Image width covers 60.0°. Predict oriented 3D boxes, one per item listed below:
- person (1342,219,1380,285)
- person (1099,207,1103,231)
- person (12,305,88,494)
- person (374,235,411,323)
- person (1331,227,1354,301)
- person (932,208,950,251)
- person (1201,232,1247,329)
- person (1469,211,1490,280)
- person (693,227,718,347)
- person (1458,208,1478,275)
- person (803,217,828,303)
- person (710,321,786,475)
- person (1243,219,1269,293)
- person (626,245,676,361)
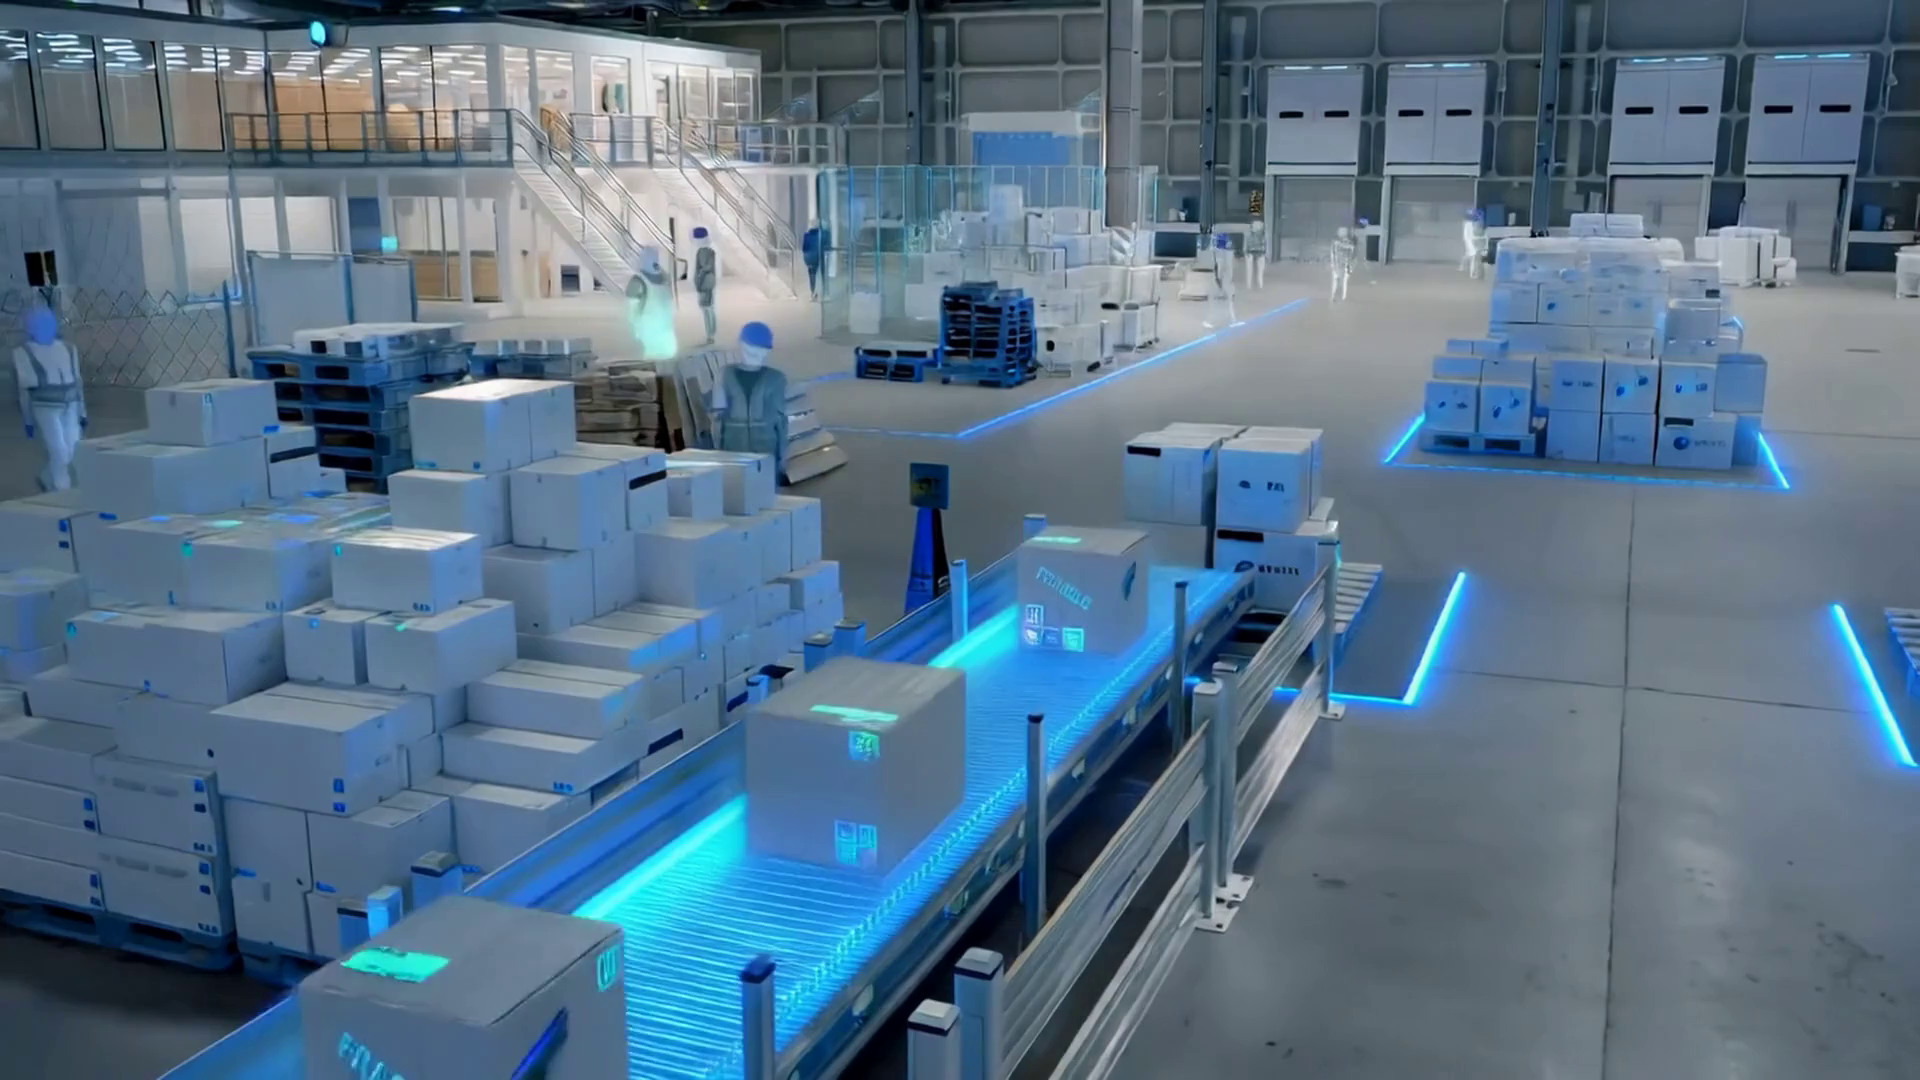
[{"bbox_3d":[10.552,-7.555,43.715,0.977,1.717,0.541,4,13,18],"label":"person"},{"bbox_3d":[4.342,-9.228,50.701,1.009,1.951,0.630,-11,16,-40],"label":"person"},{"bbox_3d":[-7.914,-1.109,14.459,0.652,1.864,0.590,5,14,23],"label":"person"},{"bbox_3d":[-9.409,-4.083,27.651,0.587,1.930,0.355,-8,15,-32],"label":"person"},{"bbox_3d":[8.833,-6.374,38.451,0.529,1.697,0.321,3,13,11],"label":"person"},{"bbox_3d":[-0.466,-8.268,46.413,0.612,1.942,0.405,1,13,3],"label":"person"},{"bbox_3d":[5.021,-4.919,31.636,0.947,1.824,0.554,8,15,31],"label":"person"},{"bbox_3d":[14.414,-8.148,45.993,0.397,1.883,0.617,-9,15,-35],"label":"person"},{"bbox_3d":[-4.373,-4.326,28.489,0.394,2.040,0.609,2,13,9],"label":"person"},{"bbox_3d":[14.748,-8.634,48.095,0.623,1.912,0.438,-10,16,-39],"label":"person"},{"bbox_3d":[-3.289,-6.352,37.816,0.629,1.936,0.372,-11,16,-40],"label":"person"},{"bbox_3d":[-1.570,-0.664,12.357,0.564,1.914,0.429,-2,13,-10],"label":"person"},{"bbox_3d":[7.336,-7.067,41.315,0.636,1.816,0.868,0,13,-2],"label":"person"},{"bbox_3d":[-4.132,-2.976,22.434,0.551,2.000,0.701,9,15,34],"label":"person"}]
